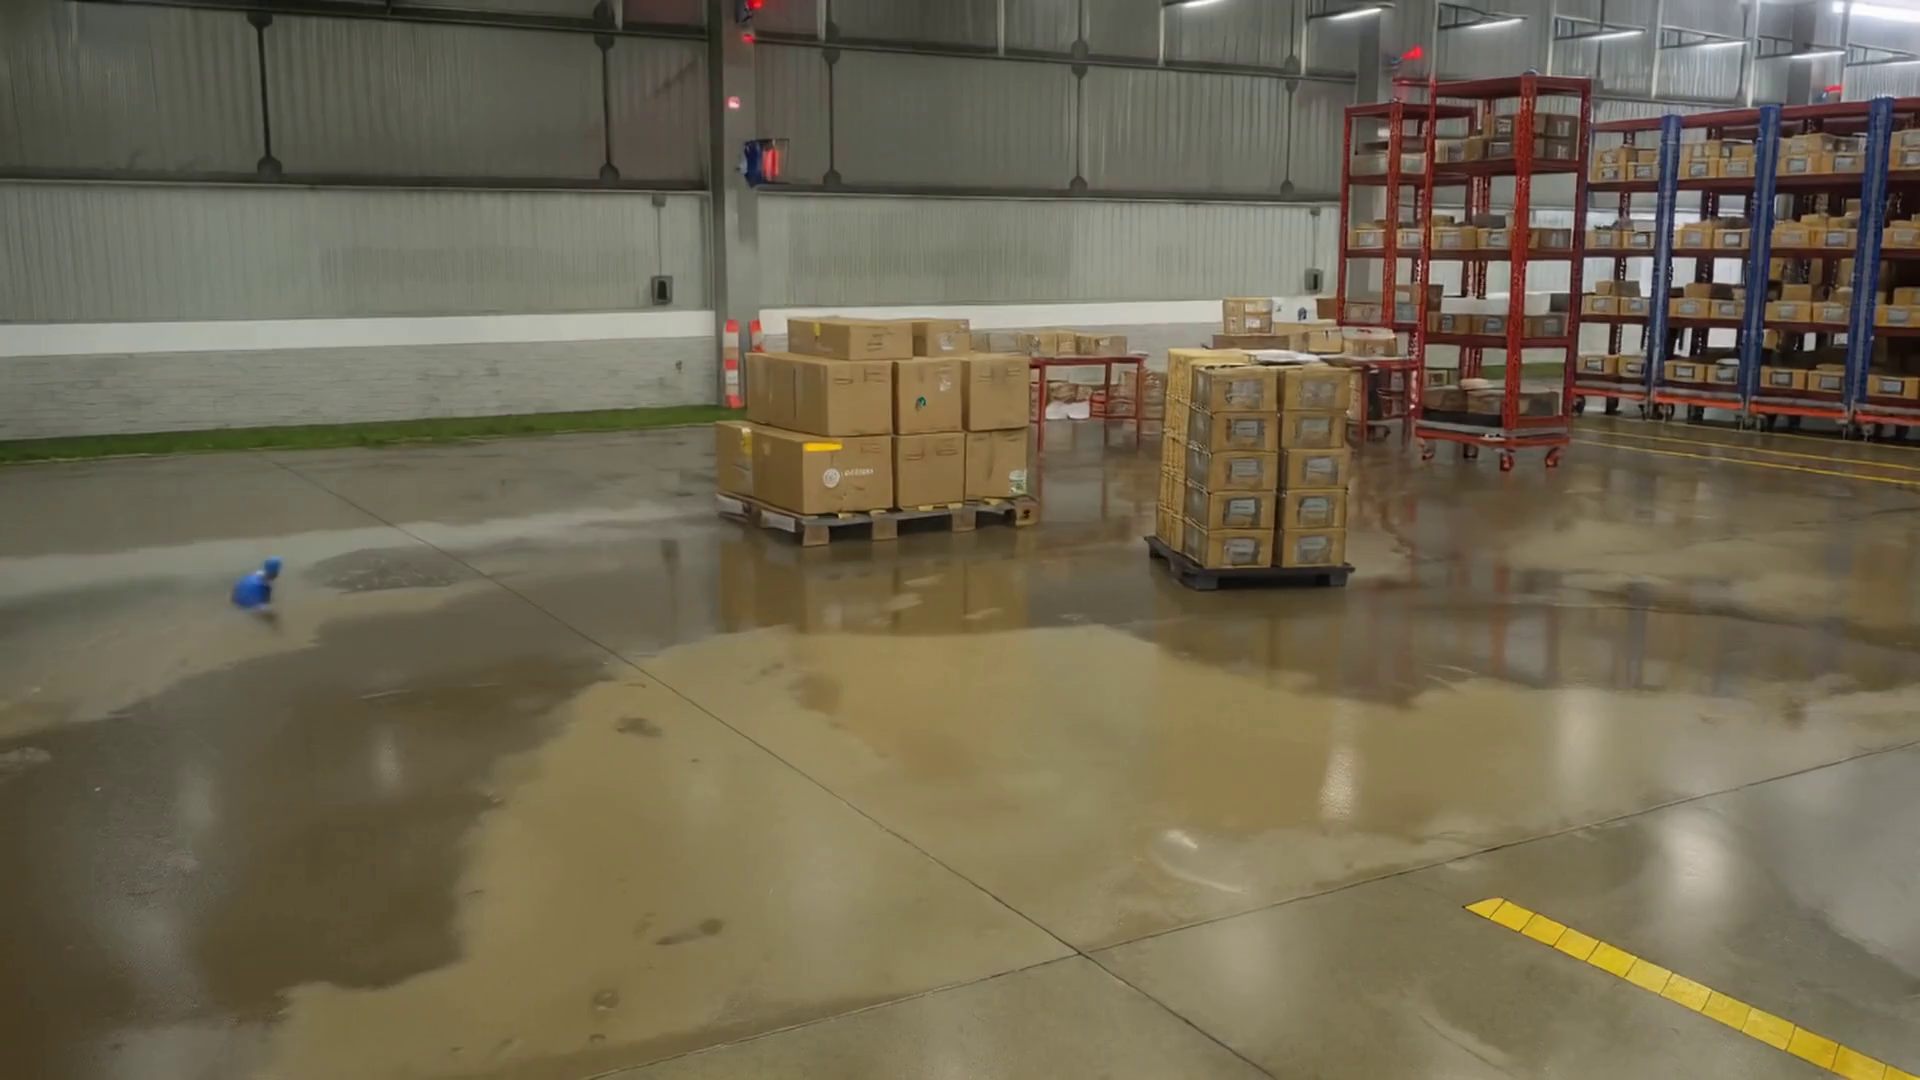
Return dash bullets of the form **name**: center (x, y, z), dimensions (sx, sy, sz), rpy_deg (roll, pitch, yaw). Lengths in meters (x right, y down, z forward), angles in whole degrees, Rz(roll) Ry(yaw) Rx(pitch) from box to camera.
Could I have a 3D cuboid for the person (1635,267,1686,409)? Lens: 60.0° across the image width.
- **person**: center (8.954, -2.576, 21.190), dimensions (0.373, 1.843, 0.571), rpy_deg (-10, 14, -43)
